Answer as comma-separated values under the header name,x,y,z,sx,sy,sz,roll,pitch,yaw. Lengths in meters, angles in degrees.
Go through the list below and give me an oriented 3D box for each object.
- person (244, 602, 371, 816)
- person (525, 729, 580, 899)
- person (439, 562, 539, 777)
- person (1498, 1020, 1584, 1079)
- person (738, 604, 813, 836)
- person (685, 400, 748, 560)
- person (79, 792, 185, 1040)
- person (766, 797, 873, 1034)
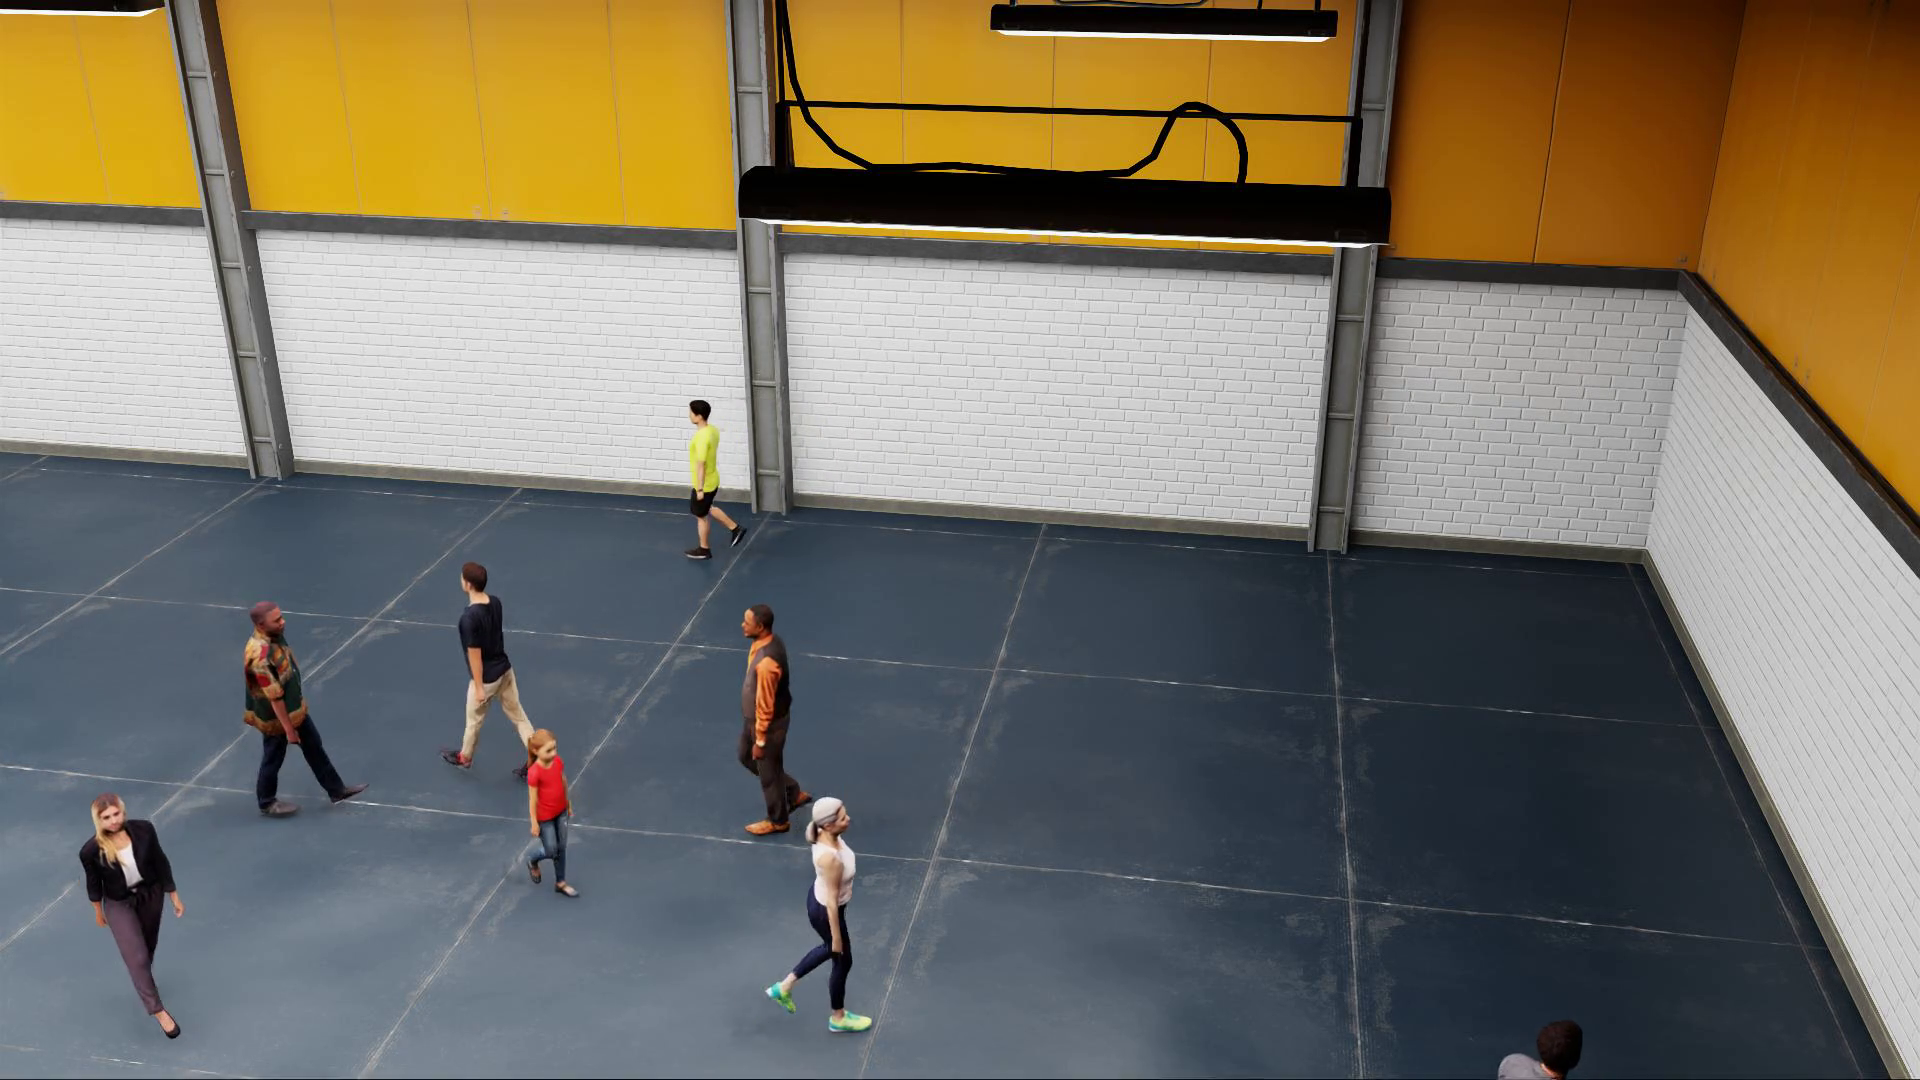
name,x,y,z,sx,sy,sz,roll,pitch,yaw
person,-5.166,1.292,12.398,1.130,1.772,0.874,-2,24,-5
person,-2.905,1.893,11.610,0.739,1.303,0.623,14,27,30
person,-3.548,1.065,12.856,1.163,1.822,0.805,8,25,17
person,2.682,3.161,8.085,1.290,1.803,1.197,-14,27,-29
person,-1.310,1.324,12.165,0.882,1.900,0.831,-3,24,-7
person,-2.506,-0.604,16.835,0.873,1.693,0.669,2,24,3
person,-5.177,2.255,10.377,1.123,1.626,0.943,19,30,37
person,-0.885,2.307,10.181,0.962,1.689,0.784,-4,24,-8
